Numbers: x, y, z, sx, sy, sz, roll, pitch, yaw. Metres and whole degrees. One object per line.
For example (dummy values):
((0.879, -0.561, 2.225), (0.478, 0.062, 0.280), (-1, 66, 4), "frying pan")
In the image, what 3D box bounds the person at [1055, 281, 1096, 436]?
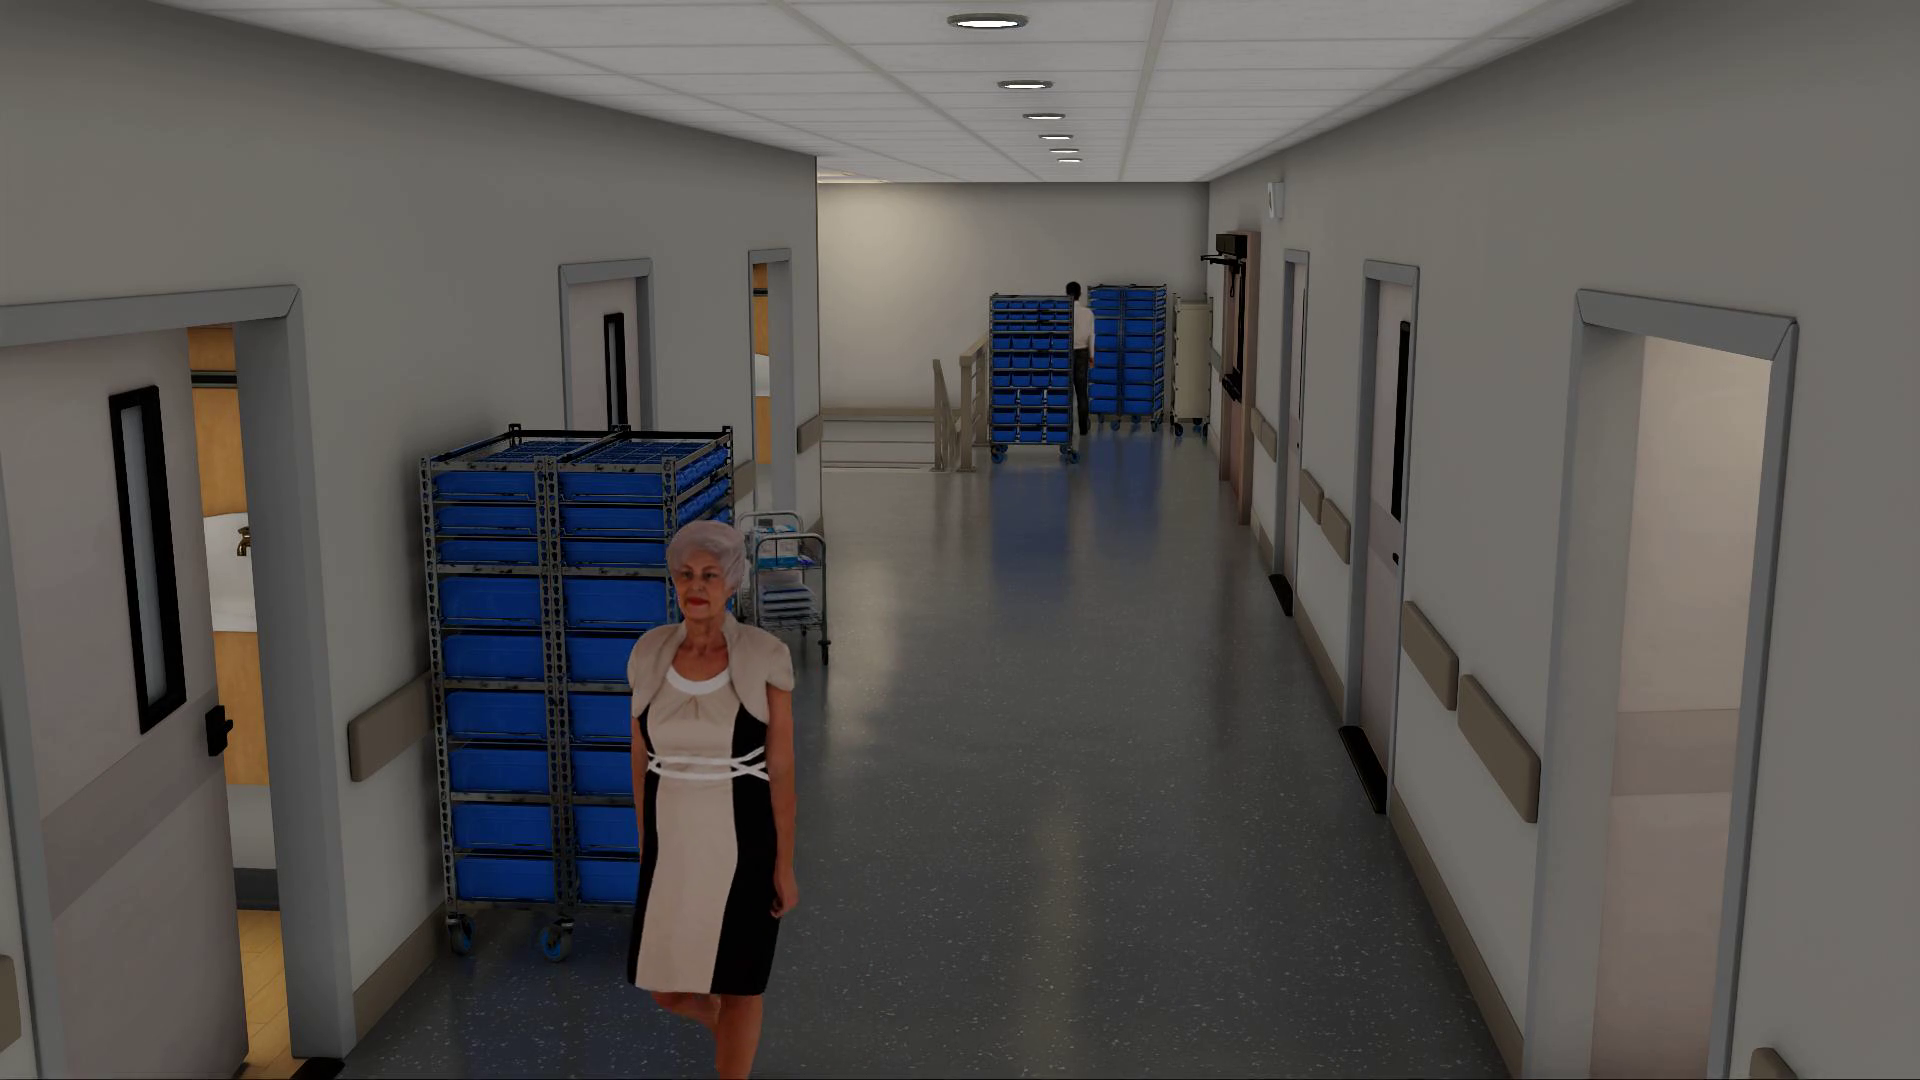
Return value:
((1.349, -2.158, 19.760), (0.720, 1.809, 0.634), (-2, 11, -10), "person")

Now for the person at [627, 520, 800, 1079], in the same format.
((-0.612, 0.803, 4.331), (0.649, 1.744, 0.831), (2, 11, 10), "person")
